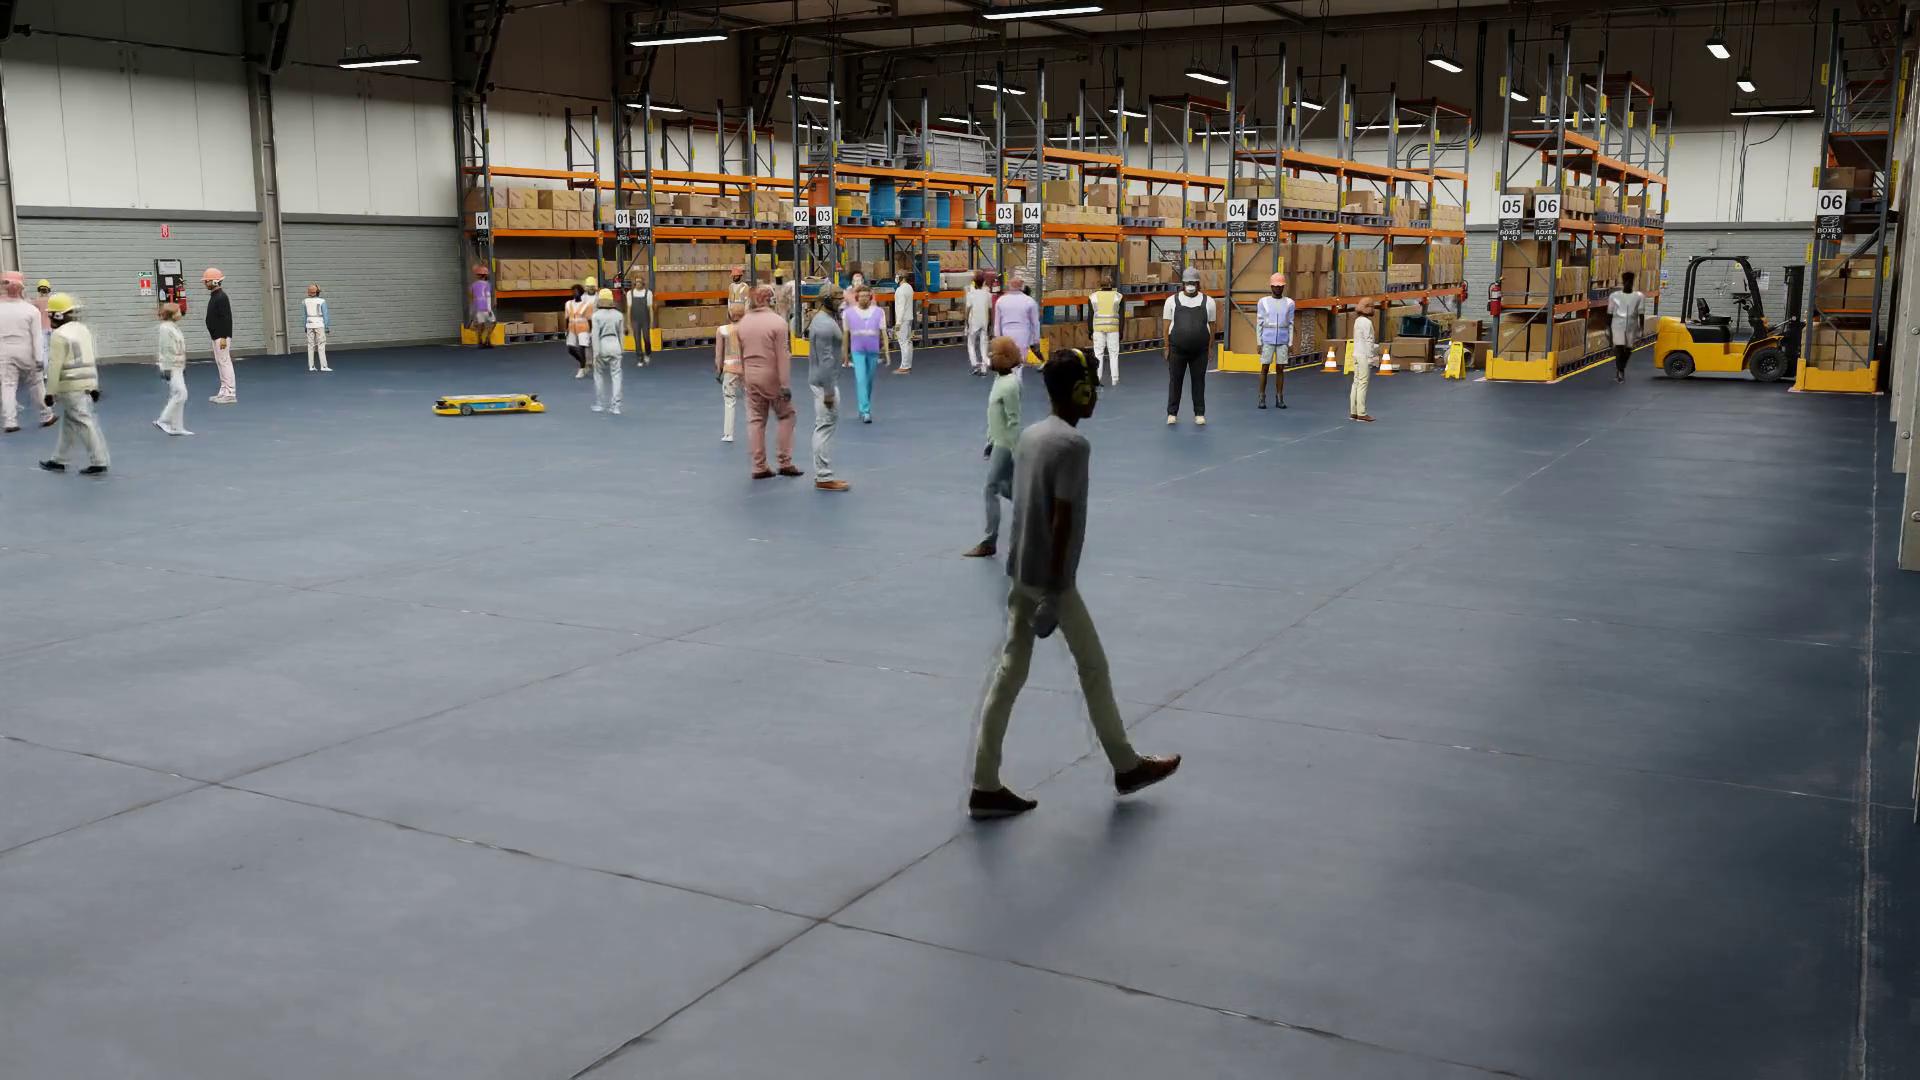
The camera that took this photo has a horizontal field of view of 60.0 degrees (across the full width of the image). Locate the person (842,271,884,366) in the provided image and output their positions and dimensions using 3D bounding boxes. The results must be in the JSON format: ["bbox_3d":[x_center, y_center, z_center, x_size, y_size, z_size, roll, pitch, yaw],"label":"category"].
[{"bbox_3d":[-1.936,-4.358,32.815,0.938,1.876,0.624,0,10,0],"label":"person"}]

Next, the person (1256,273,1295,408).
[{"bbox_3d":[4.509,-2.843,23.783,0.542,1.939,0.363,0,10,-1],"label":"person"}]

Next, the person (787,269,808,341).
[{"bbox_3d":[-3.941,-5.650,40.380,0.573,1.883,0.356,5,11,29],"label":"person"}]

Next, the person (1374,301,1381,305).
[{"bbox_3d":[12.008,-6.762,47.082,0.583,1.816,0.677,-7,12,-34],"label":"person"}]

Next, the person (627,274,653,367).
[{"bbox_3d":[-6.286,-4.301,32.653,0.509,1.831,0.398,-1,10,-3],"label":"person"}]

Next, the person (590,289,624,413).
[{"bbox_3d":[-4.934,-2.633,23.175,0.504,1.714,0.751,-6,12,-33],"label":"person"}]

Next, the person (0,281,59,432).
[{"bbox_3d":[-11.773,-2.308,20.891,0.669,1.855,1.001,-1,10,-6],"label":"person"}]

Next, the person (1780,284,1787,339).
[{"bbox_3d":[21.316,-6.053,42.612,0.593,1.925,0.384,-8,13,-40],"label":"person"}]

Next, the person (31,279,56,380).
[{"bbox_3d":[-16.098,-3.706,29.341,0.530,1.767,0.328,-7,12,-34],"label":"person"}]

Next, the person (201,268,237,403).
[{"bbox_3d":[-11.028,-3.035,24.741,0.391,1.992,0.623,-7,12,-34],"label":"person"}]

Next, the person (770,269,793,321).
[{"bbox_3d":[-4.116,-5.207,37.813,0.596,1.873,0.996,2,10,11],"label":"person"}]

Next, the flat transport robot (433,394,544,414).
[{"bbox_3d":[-6.560,-1.895,23.111,1.431,0.197,0.652,-4,10,-22],"label":"flat transport robot"}]

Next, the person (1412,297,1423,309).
[{"bbox_3d":[12.958,-6.785,47.268,0.772,1.799,0.650,4,10,21],"label":"person"}]

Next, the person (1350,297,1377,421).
[{"bbox_3d":[5.348,-2.389,22.010,0.286,1.636,0.500,-1,10,-7],"label":"person"}]

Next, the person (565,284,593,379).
[{"bbox_3d":[-6.791,-3.733,29.706,0.548,1.686,0.449,3,10,15],"label":"person"}]

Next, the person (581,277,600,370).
[{"bbox_3d":[-6.974,-4.084,31.483,0.612,1.798,0.922,-3,10,-14],"label":"person"}]

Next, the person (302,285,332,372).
[{"bbox_3d":[-12.160,-3.997,31.414,0.521,1.638,0.311,2,10,12],"label":"person"}]

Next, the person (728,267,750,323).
[{"bbox_3d":[-4.824,-4.952,36.134,0.543,1.939,0.355,5,11,28],"label":"person"}]

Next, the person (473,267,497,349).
[{"bbox_3d":[-11.085,-5.407,38.848,0.586,1.916,0.523,6,12,33],"label":"person"}]

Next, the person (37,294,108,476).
[{"bbox_3d":[-8.890,-1.521,16.448,0.868,1.791,0.618,0,10,-2],"label":"person"}]

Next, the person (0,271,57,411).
[{"bbox_3d":[-13.260,-2.809,23.540,0.616,1.959,0.923,0,10,3],"label":"person"}]

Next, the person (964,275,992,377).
[{"bbox_3d":[0.321,-3.857,30.023,0.603,1.834,0.531,-4,10,-20],"label":"person"}]

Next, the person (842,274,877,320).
[{"bbox_3d":[-1.884,-4.071,31.244,0.645,1.857,1.018,-3,10,-15],"label":"person"}]

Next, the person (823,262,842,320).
[{"bbox_3d":[-2.904,-5.479,38.913,0.370,2.044,0.608,8,13,40],"label":"person"}]

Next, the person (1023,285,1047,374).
[{"bbox_3d":[1.287,-3.856,30.546,0.555,1.659,0.794,-9,13,-41],"label":"person"}]

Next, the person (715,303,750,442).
[{"bbox_3d":[-2.610,-1.964,19.562,0.529,1.627,0.322,-3,10,-17],"label":"person"}]

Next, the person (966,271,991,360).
[{"bbox_3d":[0.414,-4.733,35.102,0.591,1.844,0.806,4,10,21],"label":"person"}]

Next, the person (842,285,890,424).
[{"bbox_3d":[-1.239,-2.445,21.889,0.592,1.802,0.971,-3,10,-15],"label":"person"}]

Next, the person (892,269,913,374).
[{"bbox_3d":[-1.057,-4.054,30.875,0.368,1.939,0.633,2,10,14],"label":"person"}]

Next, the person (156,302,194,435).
[{"bbox_3d":[-9.487,-2.055,20.102,0.358,1.627,0.516,-2,10,-11],"label":"person"}]

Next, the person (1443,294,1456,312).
[{"bbox_3d":[13.999,-6.818,47.384,0.732,1.840,0.521,-4,10,-21],"label":"person"}]

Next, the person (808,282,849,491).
[{"bbox_3d":[-1.229,-1.419,15.465,0.368,1.934,0.646,-1,10,-4],"label":"person"}]

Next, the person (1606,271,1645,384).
[{"bbox_3d":[11.463,-3.680,28.705,0.616,1.934,0.875,2,10,9],"label":"person"}]

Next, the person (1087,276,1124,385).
[{"bbox_3d":[2.461,-3.527,28.080,0.624,1.841,0.430,1,10,7],"label":"person"}]

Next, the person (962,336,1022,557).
[{"bbox_3d":[0.391,-0.677,12.049,0.699,1.612,0.492,0,10,-3],"label":"person"}]

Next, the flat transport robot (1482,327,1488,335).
[{"bbox_3d":[14.136,-5.808,46.015,0.652,0.197,1.431,1,10,5],"label":"flat transport robot"}]

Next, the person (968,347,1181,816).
[{"bbox_3d":[0.427,0.161,6.552,1.005,1.810,0.536,-5,11,-28],"label":"person"}]

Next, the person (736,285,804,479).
[{"bbox_3d":[-1.832,-1.552,16.340,0.681,1.890,0.607,7,12,34],"label":"person"}]

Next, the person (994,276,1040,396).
[{"bbox_3d":[0.899,-3.023,25.036,0.665,1.860,0.944,3,10,18],"label":"person"}]

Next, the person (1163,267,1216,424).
[{"bbox_3d":[2.970,-2.507,21.518,0.684,2.000,0.538,0,10,2],"label":"person"}]
